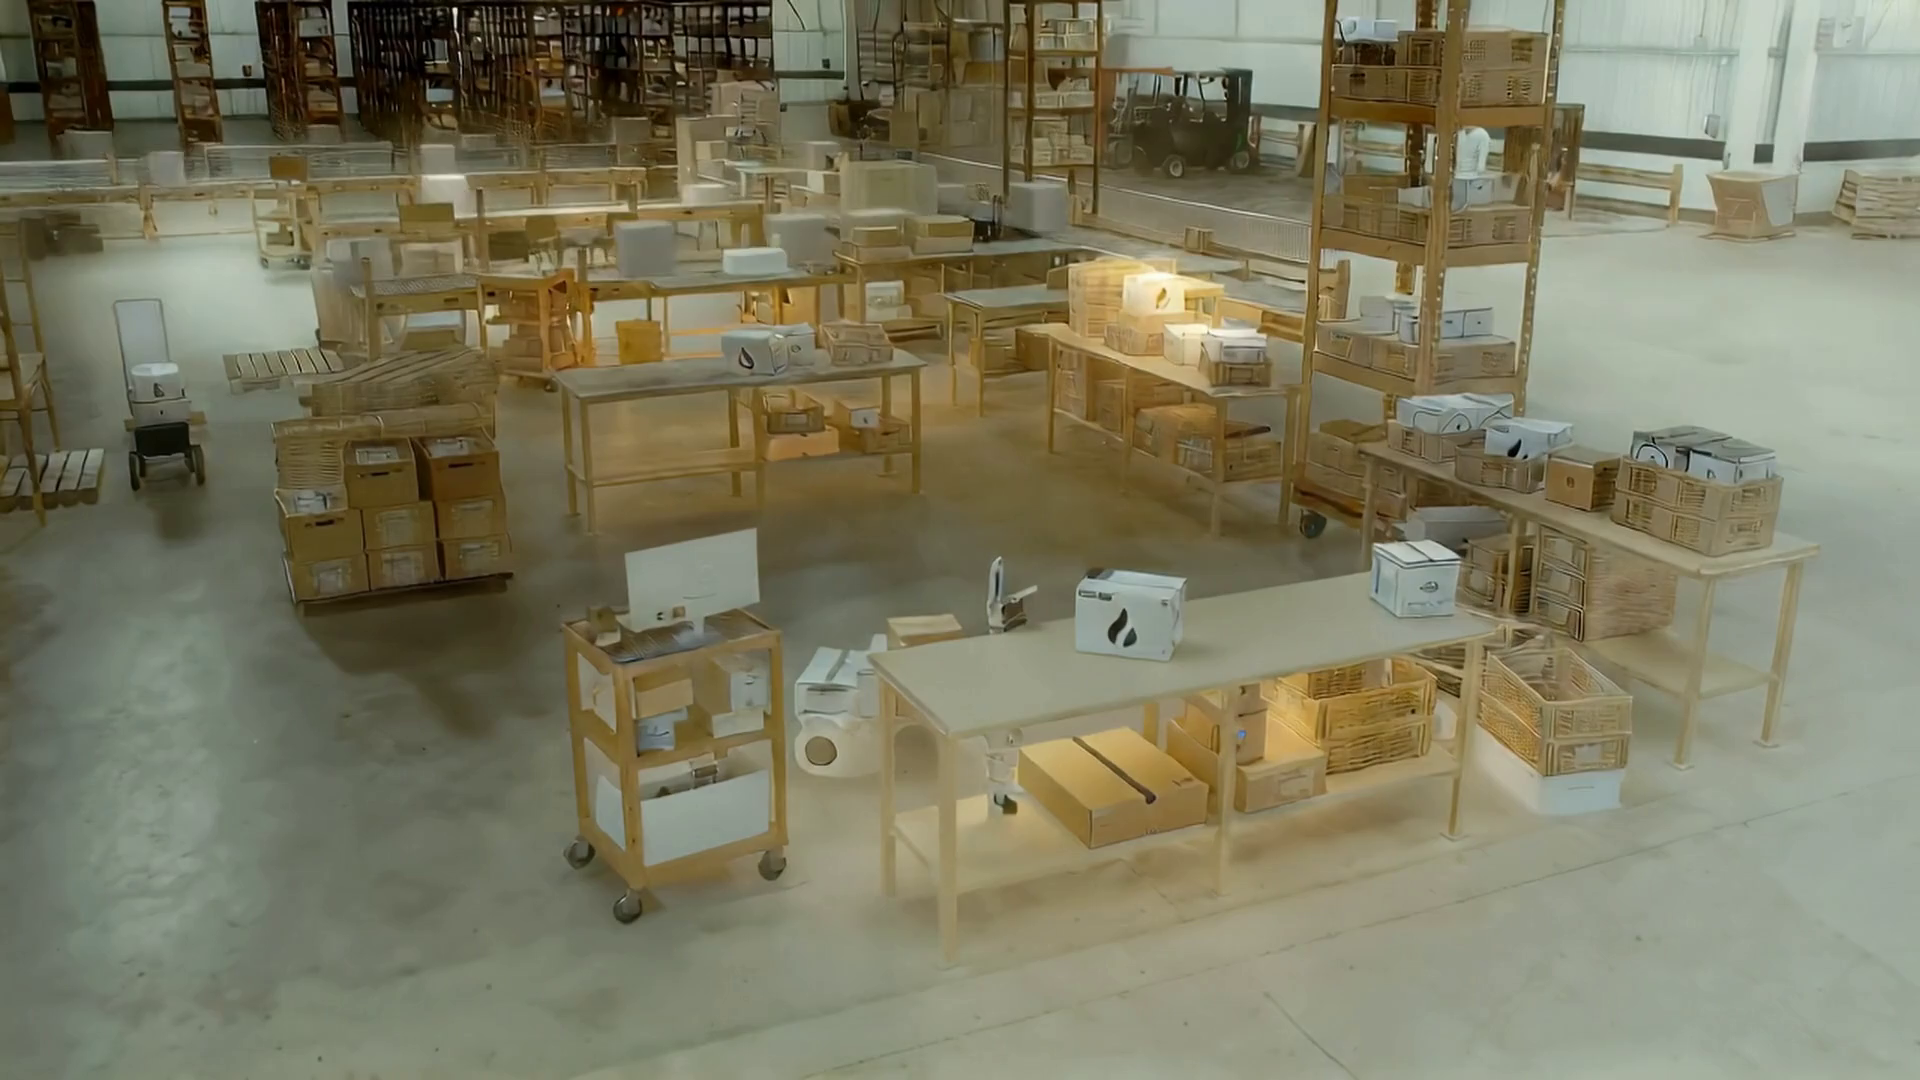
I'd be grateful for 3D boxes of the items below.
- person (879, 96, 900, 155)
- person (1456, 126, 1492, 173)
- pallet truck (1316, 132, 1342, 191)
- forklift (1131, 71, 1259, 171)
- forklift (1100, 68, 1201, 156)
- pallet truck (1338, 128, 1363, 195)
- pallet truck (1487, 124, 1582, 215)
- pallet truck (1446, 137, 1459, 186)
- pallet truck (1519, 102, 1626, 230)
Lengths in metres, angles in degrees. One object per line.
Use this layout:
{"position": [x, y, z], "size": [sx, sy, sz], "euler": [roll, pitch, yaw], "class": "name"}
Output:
{"position": [-1.194, -6.304, 27.563], "size": [0.388, 2.036, 0.605], "euler": [-5, 18, -14], "class": "person"}
{"position": [7.999, -5.783, 26.135], "size": [0.403, 1.906, 0.648], "euler": [-7, 19, -22], "class": "person"}
{"position": [7.723, -7.504, 32.656], "size": [1.601, 1.201, 0.680], "euler": [-8, 19, -23], "class": "pallet truck"}
{"position": [4.998, -8.936, 35.413], "size": [2.680, 1.987, 1.157], "euler": [-9, 20, -25], "class": "forklift"}
{"position": [4.082, -9.564, 37.410], "size": [2.680, 1.987, 1.157], "euler": [-8, 19, -23], "class": "forklift"}
{"position": [7.845, -7.140, 31.411], "size": [1.522, 1.261, 0.704], "euler": [-9, 20, -25], "class": "pallet truck"}
{"position": [9.707, -6.455, 28.103], "size": [1.885, 1.965, 0.823], "euler": [-7, 19, -20], "class": "pallet truck"}
{"position": [9.184, -6.485, 29.328], "size": [1.630, 1.274, 0.653], "euler": [-8, 19, -23], "class": "pallet truck"}
{"position": [9.972, -6.037, 26.785], "size": [1.885, 1.965, 0.823], "euler": [-9, 20, -25], "class": "pallet truck"}
